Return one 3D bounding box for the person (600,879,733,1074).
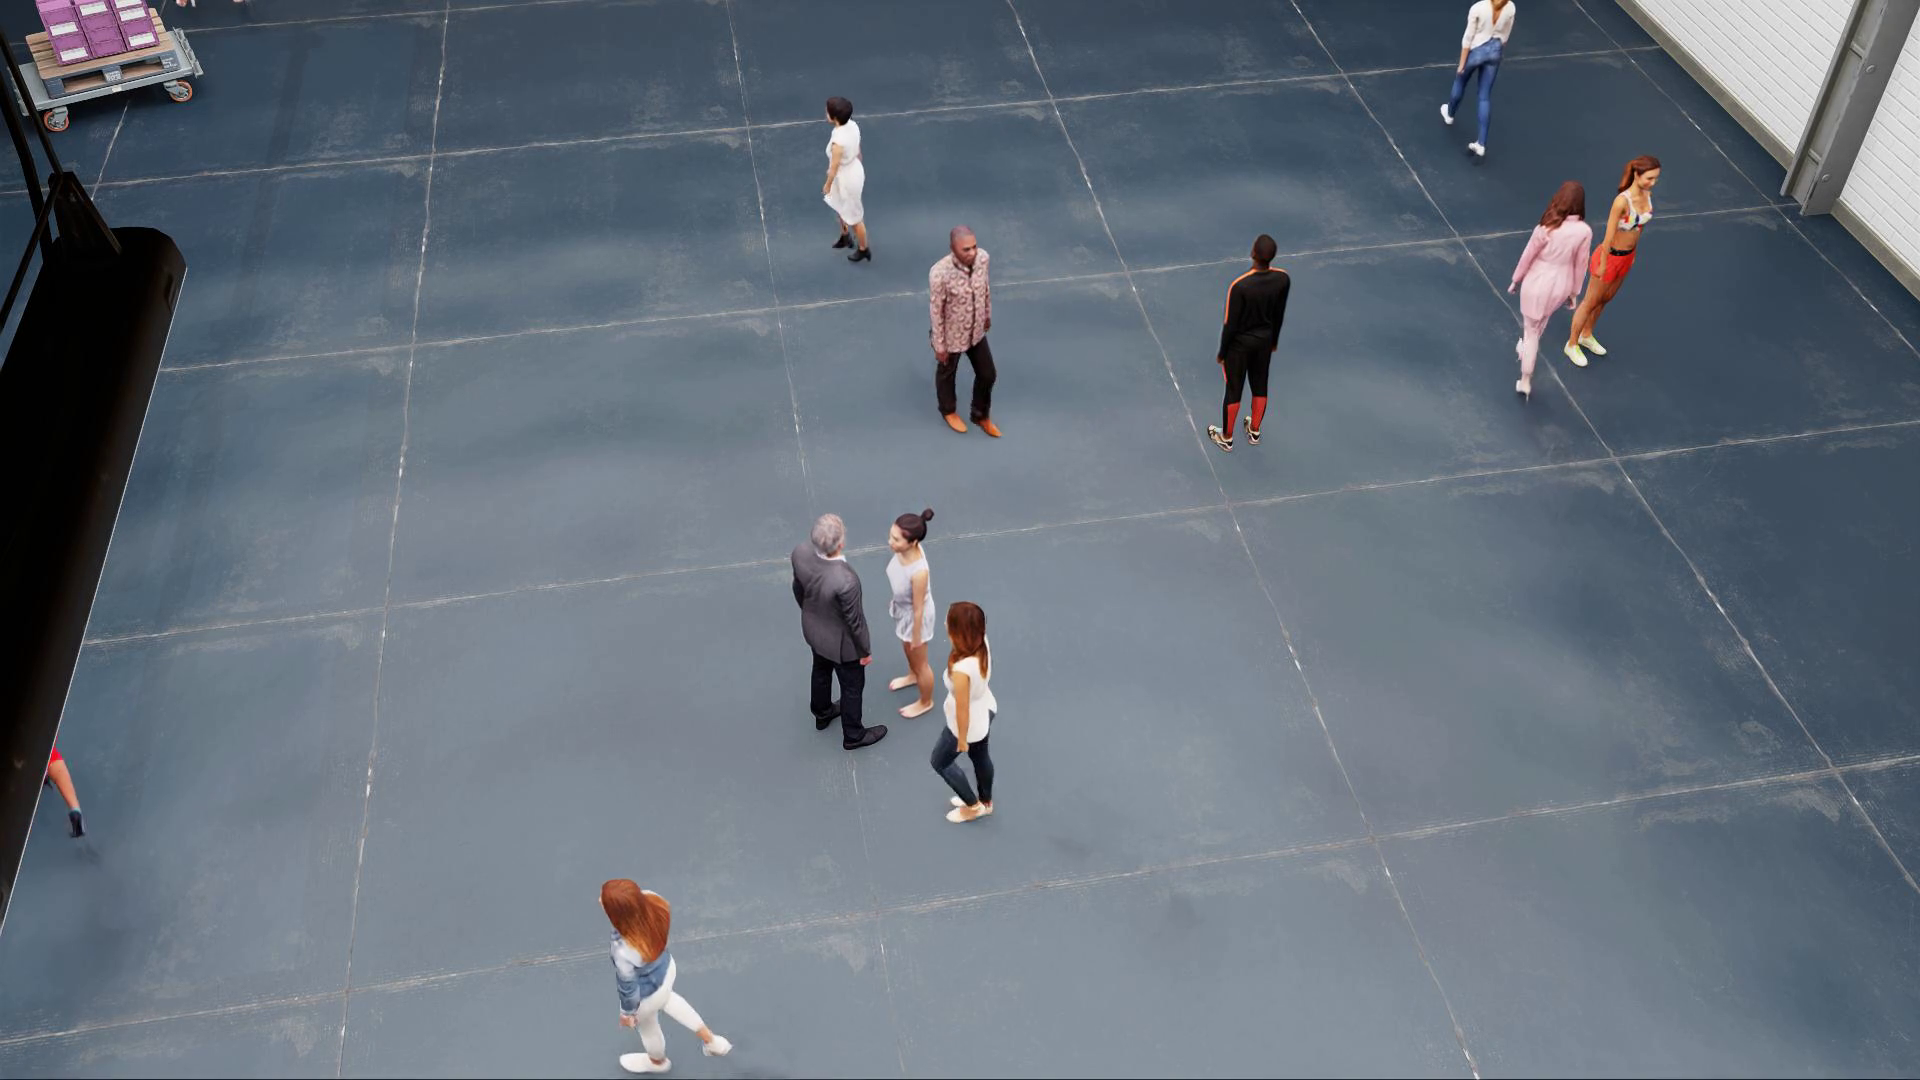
[{"bbox_3d":[-1.474,2.204,8.274,0.869,1.694,0.886,9,44,10],"label":"person"}]

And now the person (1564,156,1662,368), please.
[{"bbox_3d":[5.027,-2.169,12.796,0.662,1.788,0.663,-27,50,-25],"label":"person"}]

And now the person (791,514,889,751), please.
[{"bbox_3d":[-0.740,0.533,9.920,0.768,1.843,0.874,34,53,30],"label":"person"}]

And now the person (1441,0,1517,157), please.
[{"bbox_3d":[4.782,-4.324,15.140,0.672,1.675,1.162,-5,44,-5],"label":"person"}]

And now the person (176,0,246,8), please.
[{"bbox_3d":[-7.929,-6.290,17.143,0.917,1.758,1.098,9,44,10],"label":"person"}]

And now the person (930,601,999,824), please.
[{"bbox_3d":[0.146,1.014,9.464,0.764,1.776,0.664,14,45,14],"label":"person"}]

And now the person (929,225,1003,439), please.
[{"bbox_3d":[-0.041,-1.575,12.173,0.872,1.788,0.911,-25,49,-24],"label":"person"}]

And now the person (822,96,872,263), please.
[{"bbox_3d":[-0.858,-2.956,13.803,0.707,1.538,0.666,9,44,10],"label":"person"}]

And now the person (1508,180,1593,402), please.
[{"bbox_3d":[4.387,-1.798,12.415,0.763,1.777,0.995,2,44,2],"label":"person"}]

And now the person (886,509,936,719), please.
[{"bbox_3d":[-0.284,0.431,10.193,0.647,1.614,0.483,-13,45,-13],"label":"person"}]

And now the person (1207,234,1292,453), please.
[{"bbox_3d":[2.096,-1.421,11.996,0.643,1.808,0.564,-12,45,-12],"label":"person"}]
